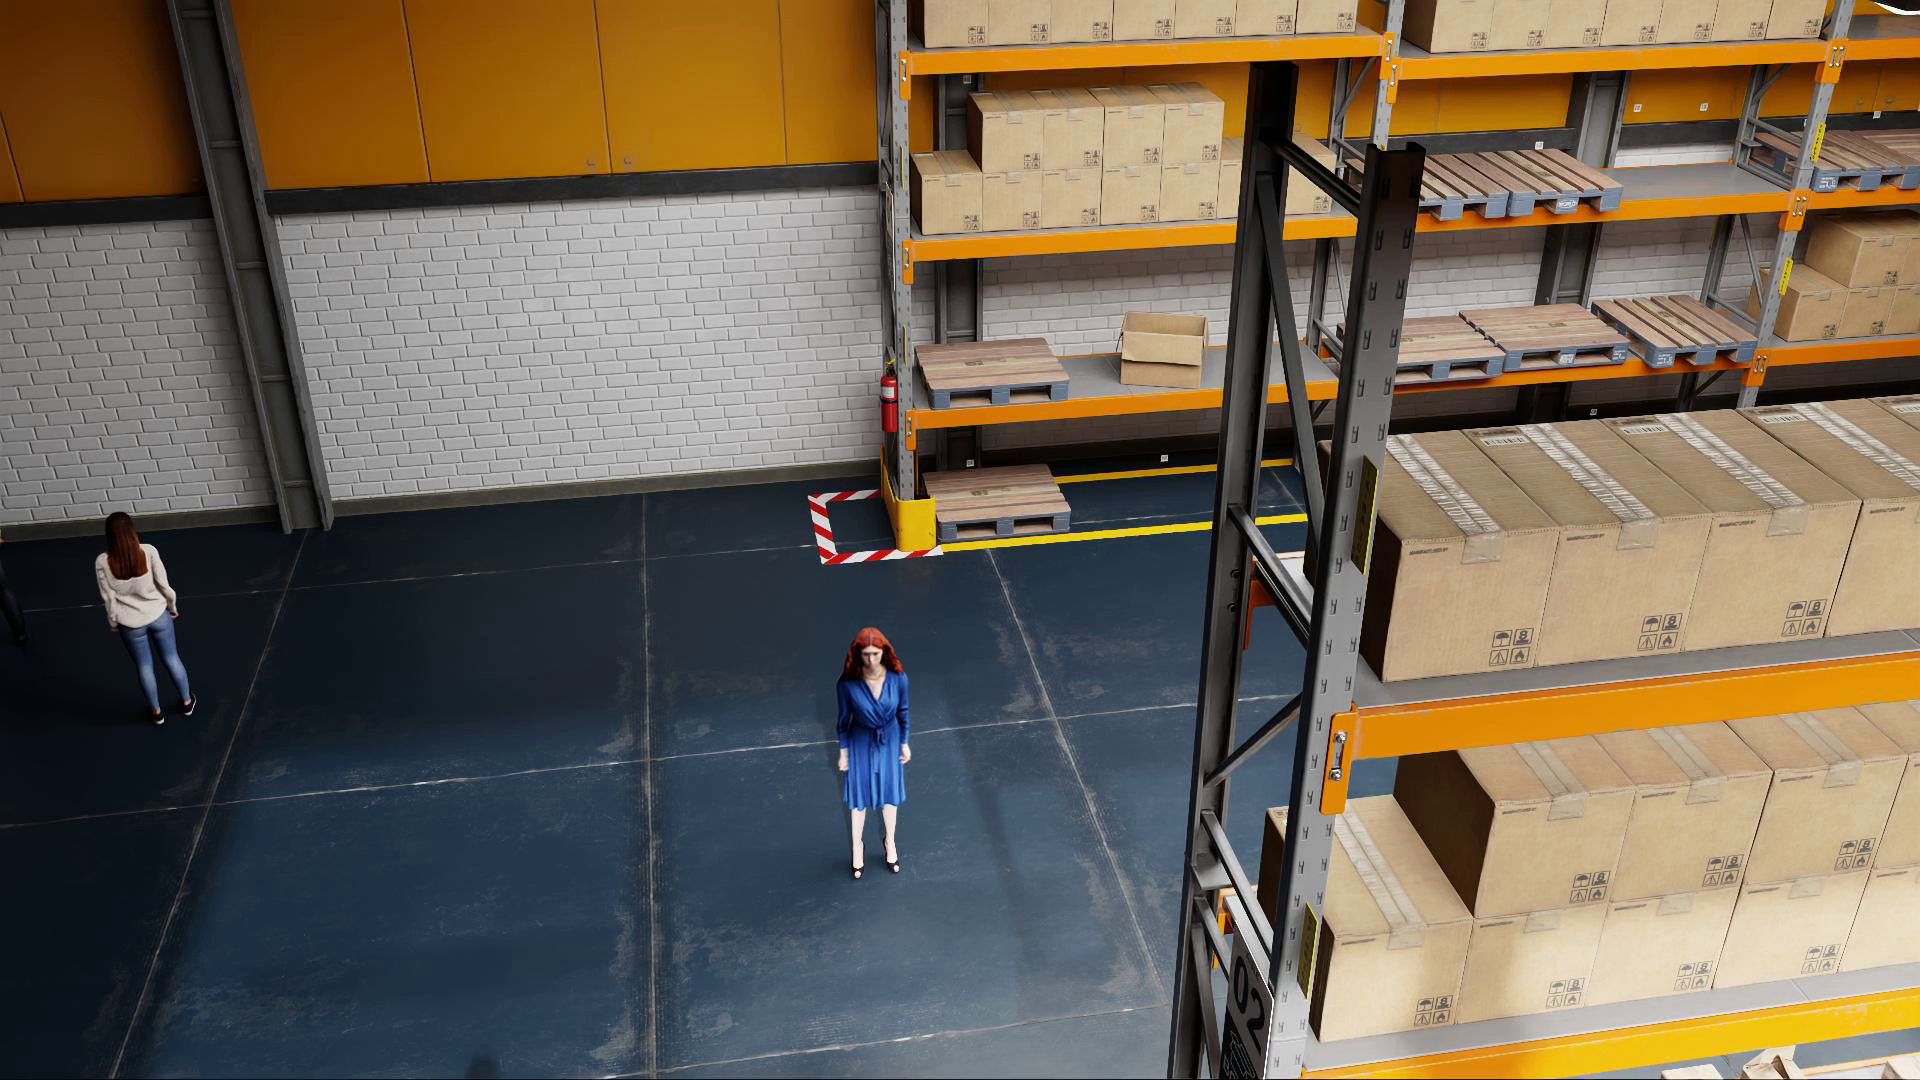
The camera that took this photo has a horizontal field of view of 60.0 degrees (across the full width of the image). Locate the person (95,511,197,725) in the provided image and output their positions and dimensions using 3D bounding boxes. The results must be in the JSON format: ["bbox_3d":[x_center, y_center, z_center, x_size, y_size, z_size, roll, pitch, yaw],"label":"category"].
[{"bbox_3d":[-5.927,0.558,12.075,0.605,1.692,0.755,-16,32,-26],"label":"person"}]

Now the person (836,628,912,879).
[{"bbox_3d":[-0.537,1.340,10.502,0.494,1.827,0.672,-5,29,-10],"label":"person"}]
